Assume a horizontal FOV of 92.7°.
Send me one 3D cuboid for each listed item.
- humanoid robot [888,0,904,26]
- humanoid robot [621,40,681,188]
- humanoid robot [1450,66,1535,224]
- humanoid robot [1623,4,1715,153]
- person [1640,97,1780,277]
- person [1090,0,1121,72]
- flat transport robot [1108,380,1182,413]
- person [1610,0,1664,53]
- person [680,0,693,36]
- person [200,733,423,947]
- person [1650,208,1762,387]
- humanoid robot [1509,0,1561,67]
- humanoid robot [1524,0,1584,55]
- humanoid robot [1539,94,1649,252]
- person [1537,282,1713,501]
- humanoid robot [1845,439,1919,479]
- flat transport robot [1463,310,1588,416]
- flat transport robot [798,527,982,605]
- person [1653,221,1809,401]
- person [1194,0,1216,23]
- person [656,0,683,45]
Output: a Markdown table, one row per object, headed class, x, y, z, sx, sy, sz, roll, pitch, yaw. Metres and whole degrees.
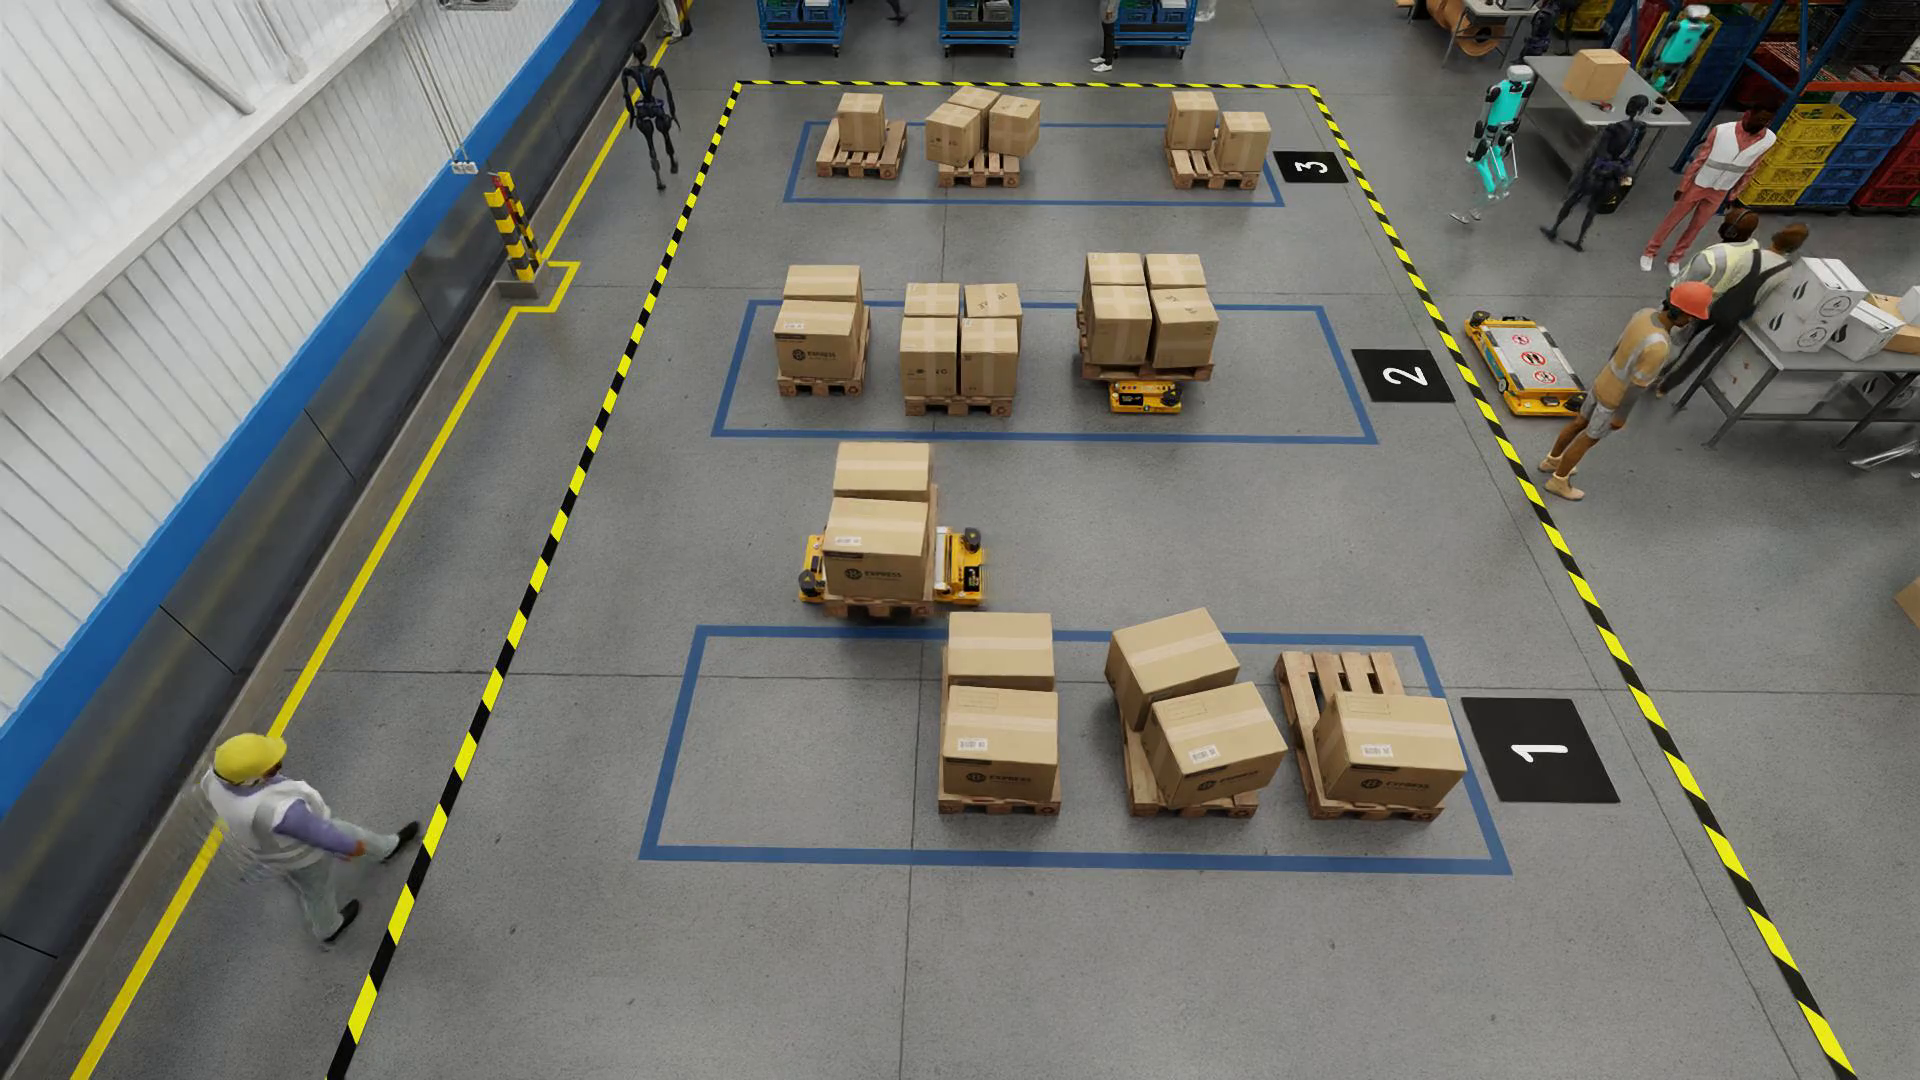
| class | x | y | z | sx | sy | sz | roll | pitch | yaw |
| --- | --- | --- | --- | --- | --- | --- | --- | --- | --- |
| humanoid robot | -1.071 | -9.042 | 14.420 | 0.310 | 1.656 | 0.607 | 4 | 49 | 4 |
| humanoid robot | -3.726 | -5.128 | 11.070 | 0.604 | 1.677 | 0.517 | -7 | 49 | -6 |
| humanoid robot | 6.022 | -4.307 | 10.204 | 0.533 | 1.673 | 0.735 | -11 | 50 | -10 |
| humanoid robot | 8.867 | -5.994 | 11.800 | 0.539 | 1.829 | 0.903 | 3 | 49 | 3 |
| person | 7.909 | -3.716 | 9.666 | 0.585 | 1.911 | 0.400 | 14 | 51 | 12 |
| person | 2.118 | -7.762 | 13.204 | 0.397 | 1.850 | 0.597 | 0 | 49 | 0 |
| flat transport robot | 1.773 | -1.807 | 9.079 | 0.652 | 0.197 | 1.431 | 1 | 49 | 1 |
| person | 10.139 | -7.787 | 13.319 | 0.836 | 1.692 | 0.515 | -10 | 50 | -8 |
| person | -4.501 | -8.783 | 14.033 | 0.550 | 1.934 | 0.372 | 11 | 50 | 9 |
| person | -3.655 | 1.622 | 5.133 | 0.596 | 1.774 | 0.896 | 24 | 53 | 19 |
| person | 6.636 | -2.144 | 8.358 | 0.629 | 1.835 | 0.429 | -12 | 50 | -10 |
| humanoid robot | 7.570 | -6.451 | 12.176 | 0.315 | 1.657 | 0.599 | 37 | 58 | 27 |
| humanoid robot | 9.157 | -8.153 | 13.685 | 0.601 | 1.623 | 0.767 | -25 | 53 | -20 |
| humanoid robot | 7.068 | -4.036 | 10.101 | 0.607 | 1.634 | 0.545 | -9 | 50 | -8 |
| person | 5.323 | -1.187 | 7.394 | 0.389 | 2.035 | 0.604 | 13 | 50 | 11 |
| humanoid robot | 8.340 | -1.102 | 7.520 | 1.001 | 1.716 | 0.536 | 3 | 49 | 3 |
| flat transport robot | 5.573 | -1.757 | 9.054 | 0.659 | 0.231 | 1.431 | 1 | 49 | 1 |
| flat transport robot | -0.544 | 0.192 | 7.349 | 1.431 | 0.197 | 0.652 | 1 | 49 | 1 |
| person | 6.933 | -2.079 | 8.306 | 0.537 | 1.819 | 0.635 | 32 | 56 | 24 |
| person | 4.009 | -9.209 | 14.449 | 0.309 | 1.864 | 0.530 | 21 | 52 | 17 |
| person | -4.573 | -8.583 | 13.919 | 0.391 | 1.846 | 0.564 | -32 | 56 | -25 |
